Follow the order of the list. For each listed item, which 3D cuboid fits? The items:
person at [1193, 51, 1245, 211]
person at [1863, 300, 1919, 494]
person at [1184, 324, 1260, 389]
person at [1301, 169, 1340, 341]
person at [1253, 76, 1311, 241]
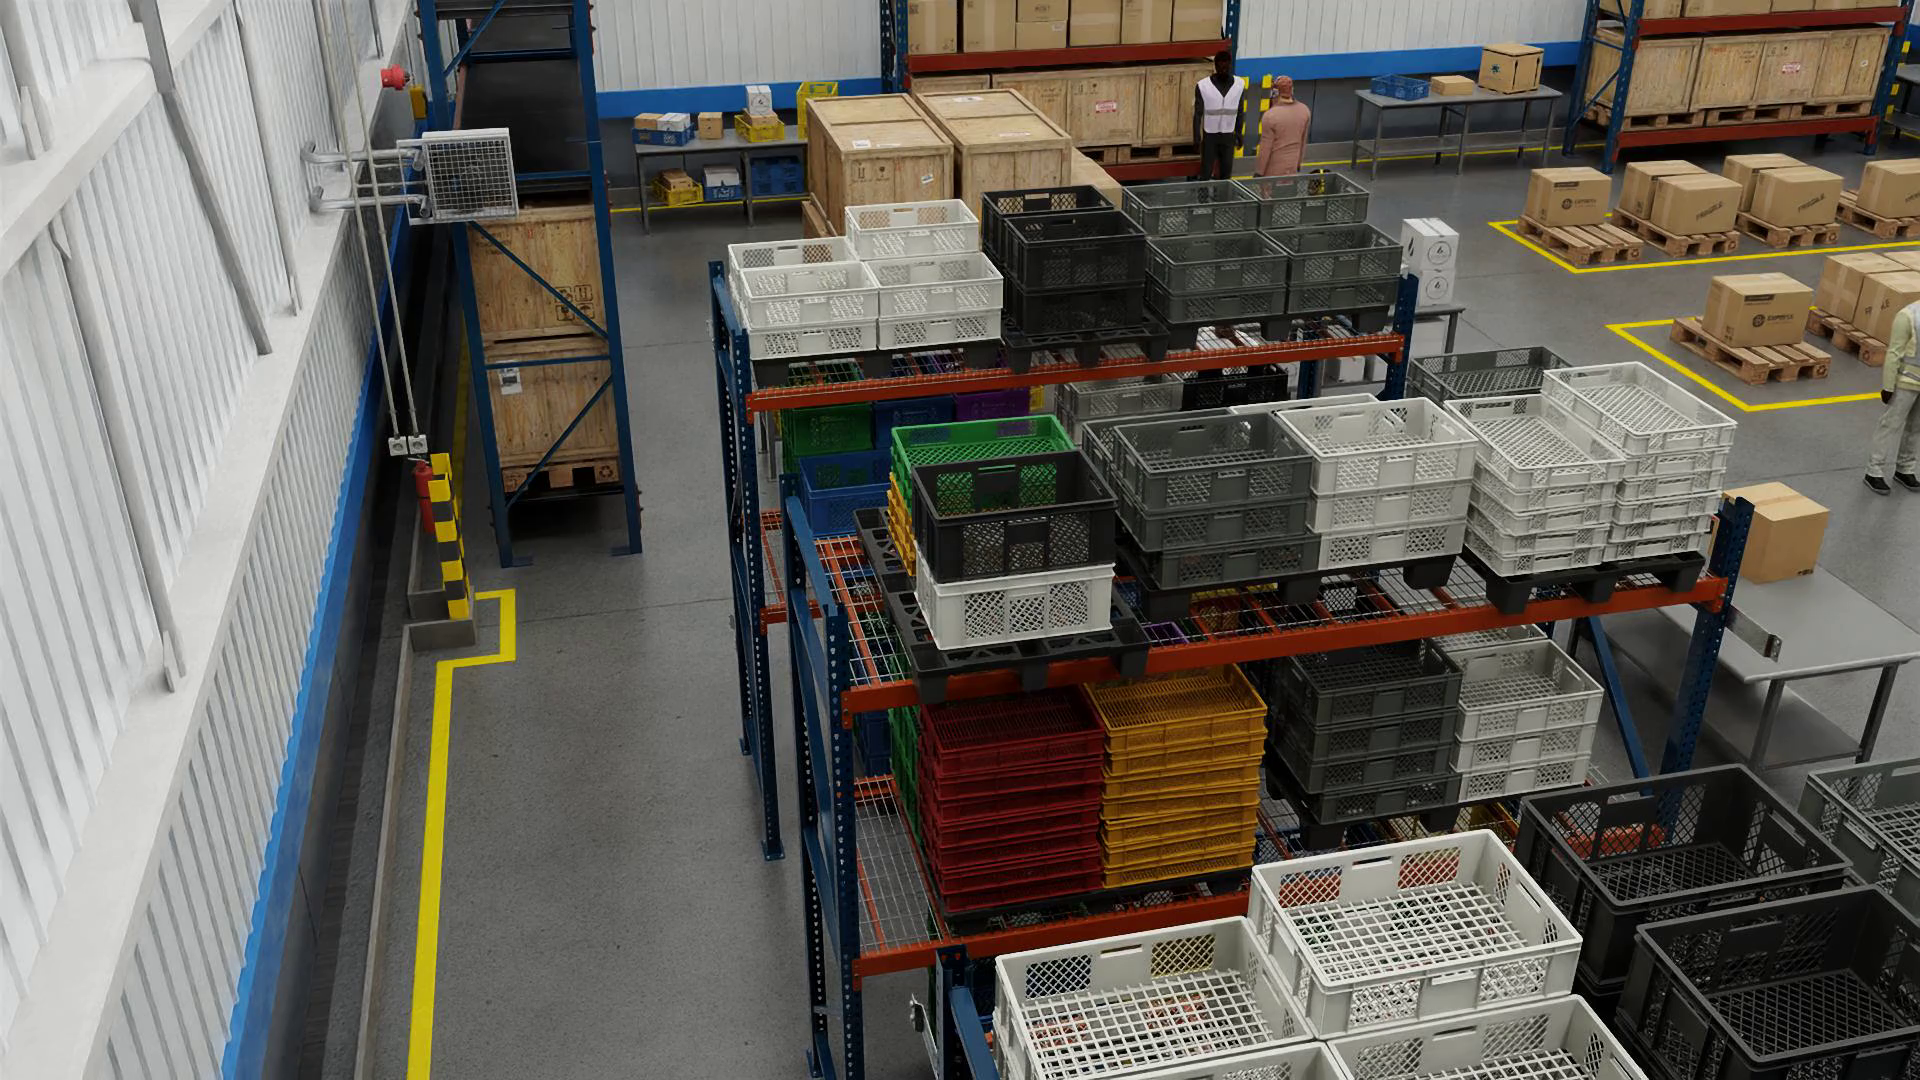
[{"bbox_3d":[2.959,-4.670,19.140,0.597,1.908,0.407,-5,28,-10],"label":"person"},{"bbox_3d":[7.321,-1.223,12.688,0.584,1.824,0.403,-5,28,-8],"label":"person"},{"bbox_3d":[1.869,-0.899,12.021,0.579,1.879,0.359,18,33,30],"label":"person"},{"bbox_3d":[3.171,-2.401,14.878,0.326,1.865,0.519,-6,28,-12],"label":"person"},{"bbox_3d":[3.428,-4.044,17.956,0.639,1.902,0.407,-16,32,-28],"label":"person"}]
